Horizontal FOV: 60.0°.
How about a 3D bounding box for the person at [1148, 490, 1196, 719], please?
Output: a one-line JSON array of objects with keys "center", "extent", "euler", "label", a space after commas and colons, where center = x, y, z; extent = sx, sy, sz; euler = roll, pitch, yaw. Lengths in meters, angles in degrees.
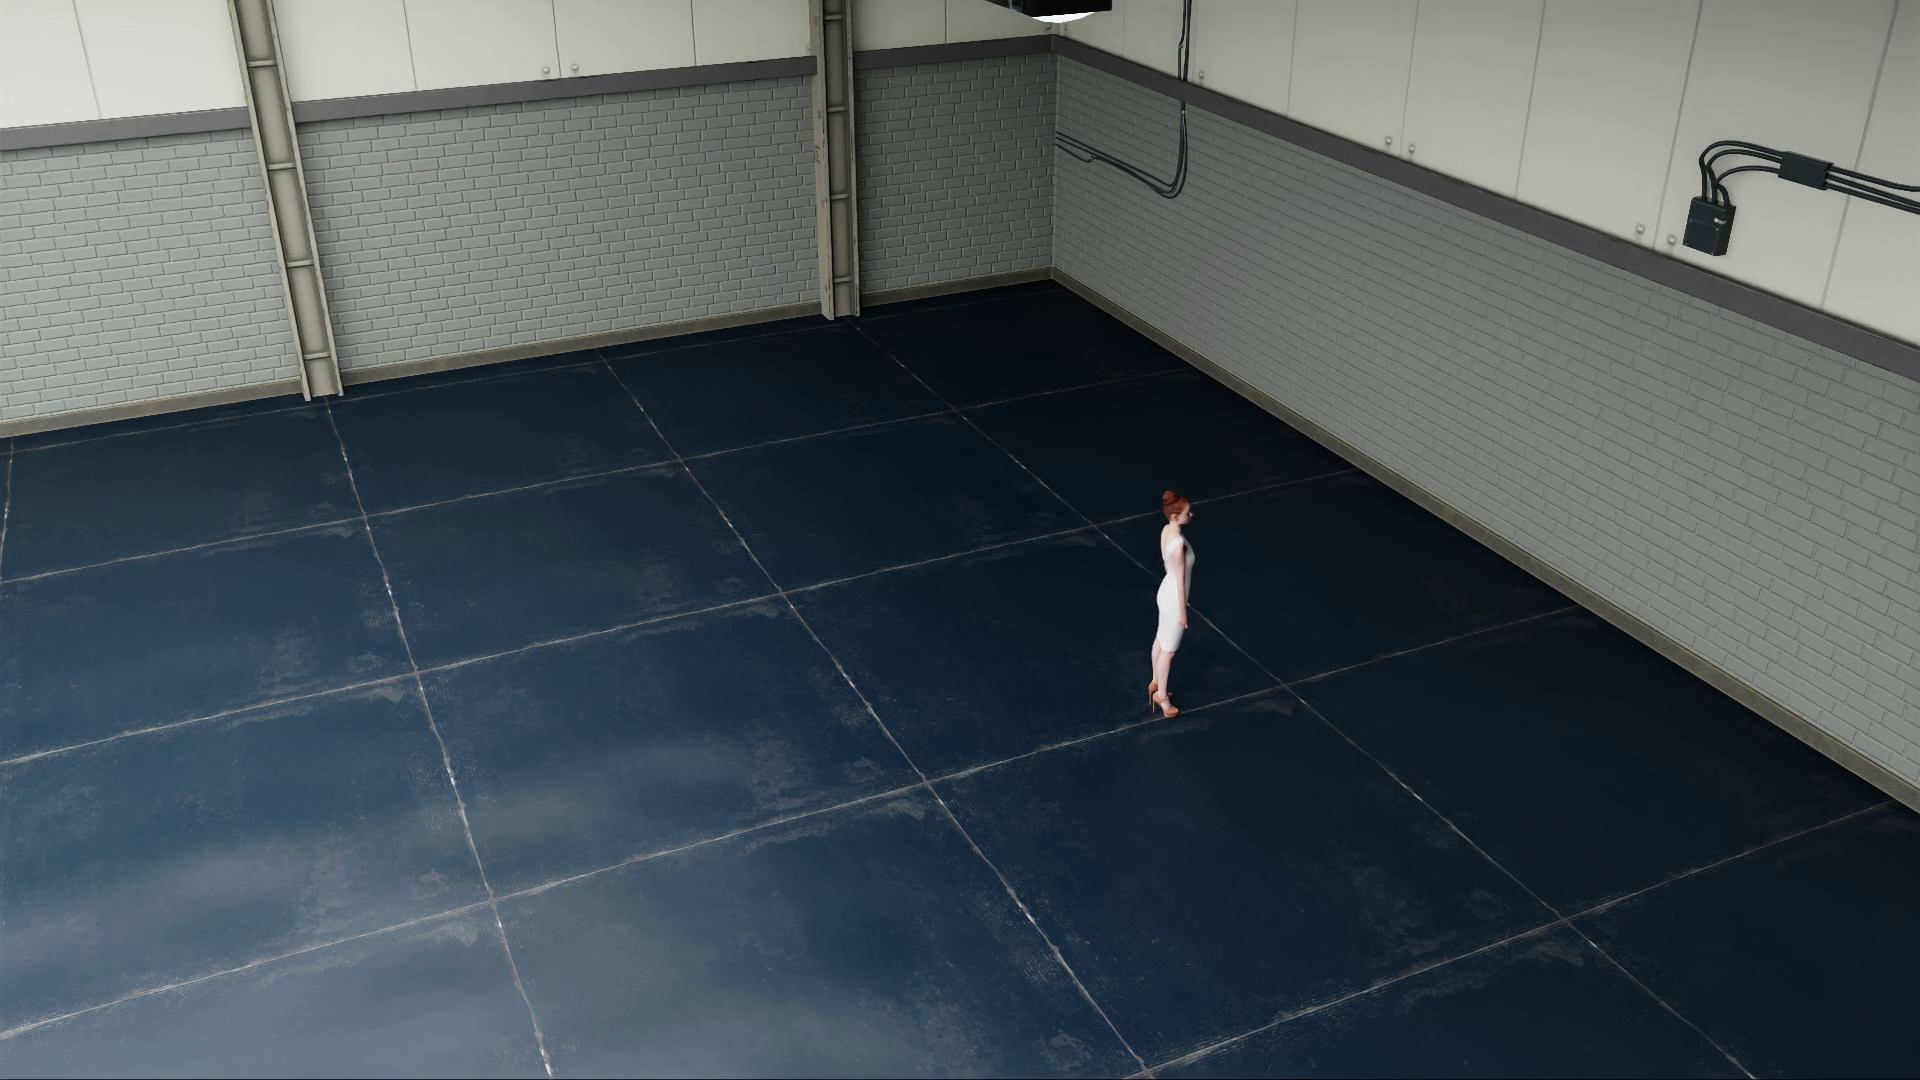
[{"center": [1.528, 0.458, 12.052], "extent": [0.593, 1.793, 0.633], "euler": [-2, 27, -4], "label": "person"}]
